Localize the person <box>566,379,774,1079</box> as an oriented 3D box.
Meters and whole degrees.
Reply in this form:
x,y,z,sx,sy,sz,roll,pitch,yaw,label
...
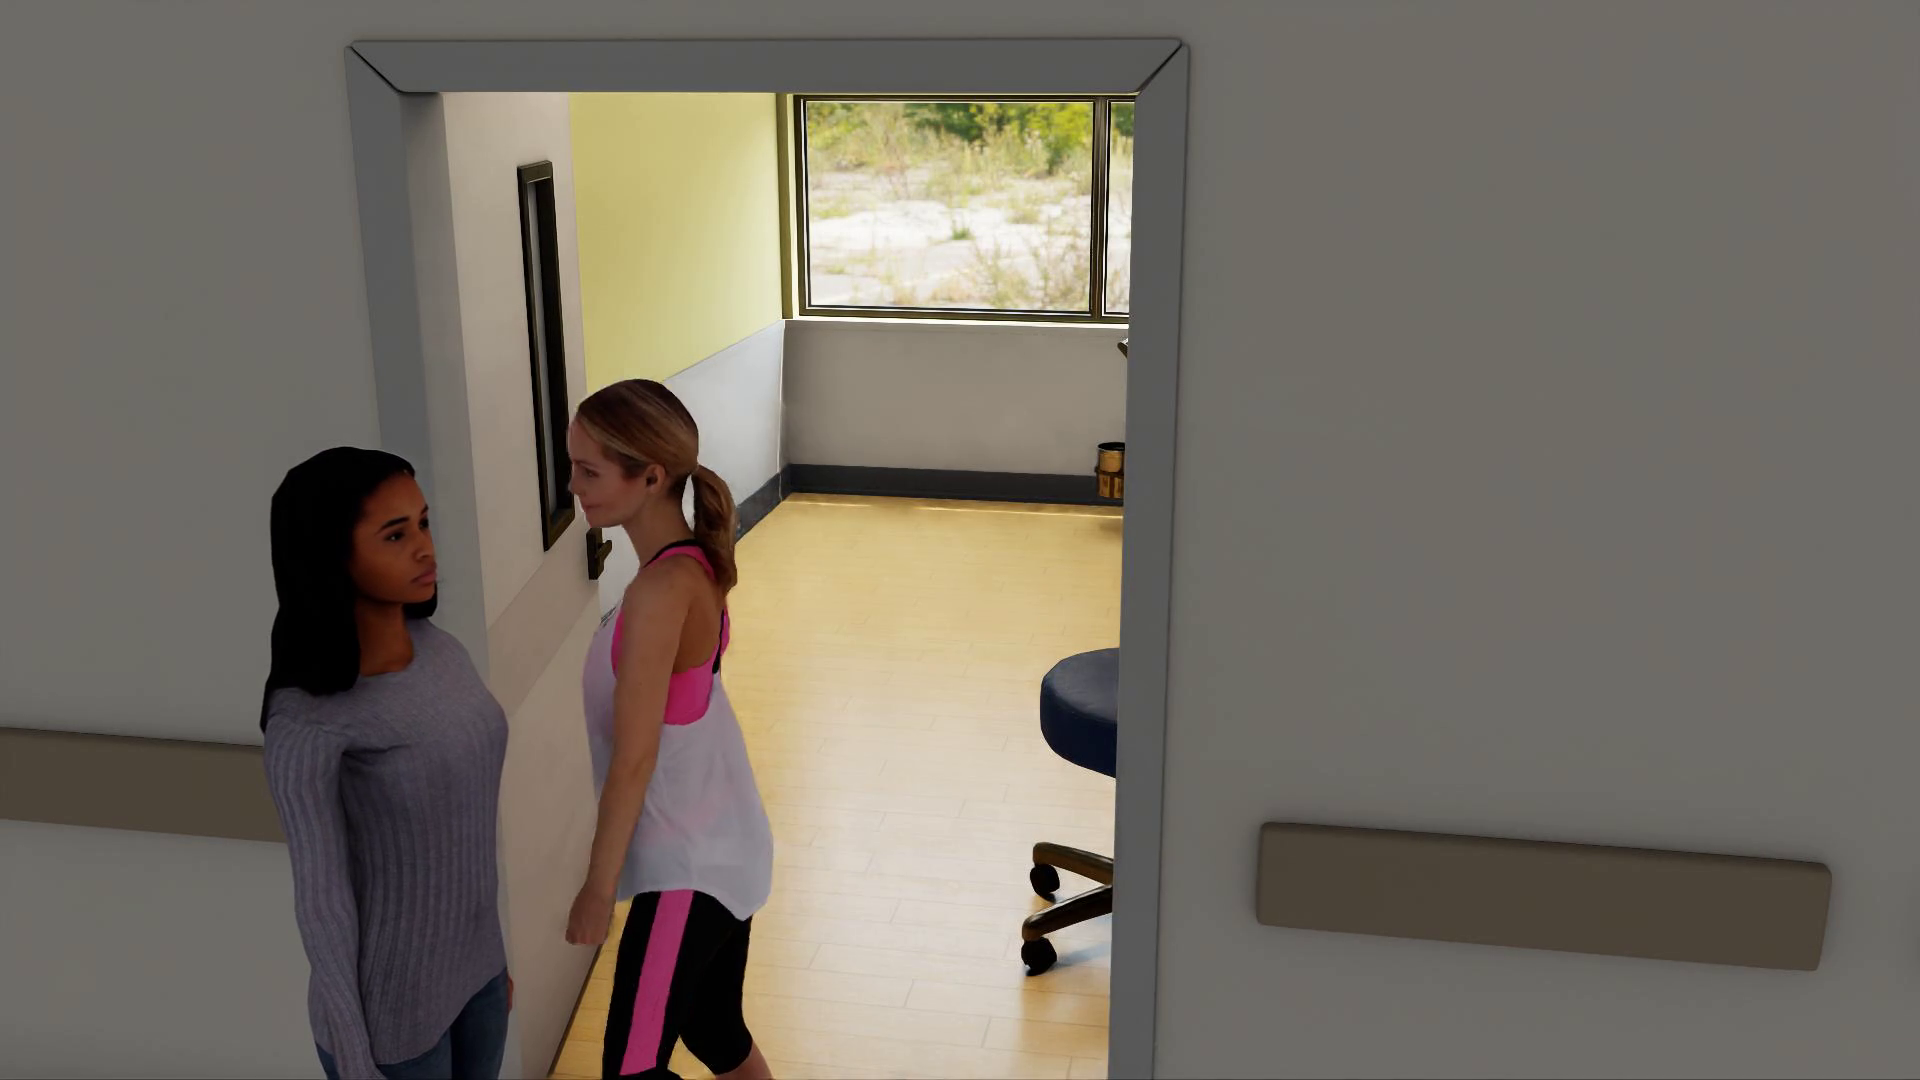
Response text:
x,y,z,sx,sy,sz,roll,pitch,yaw,label
-0.421,0.608,2.900,0.698,1.763,0.674,3,16,10,person

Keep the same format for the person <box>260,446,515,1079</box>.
x,y,z,sx,sy,sz,roll,pitch,yaw,label
-0.875,0.705,2.605,0.520,1.736,0.601,3,16,11,person
